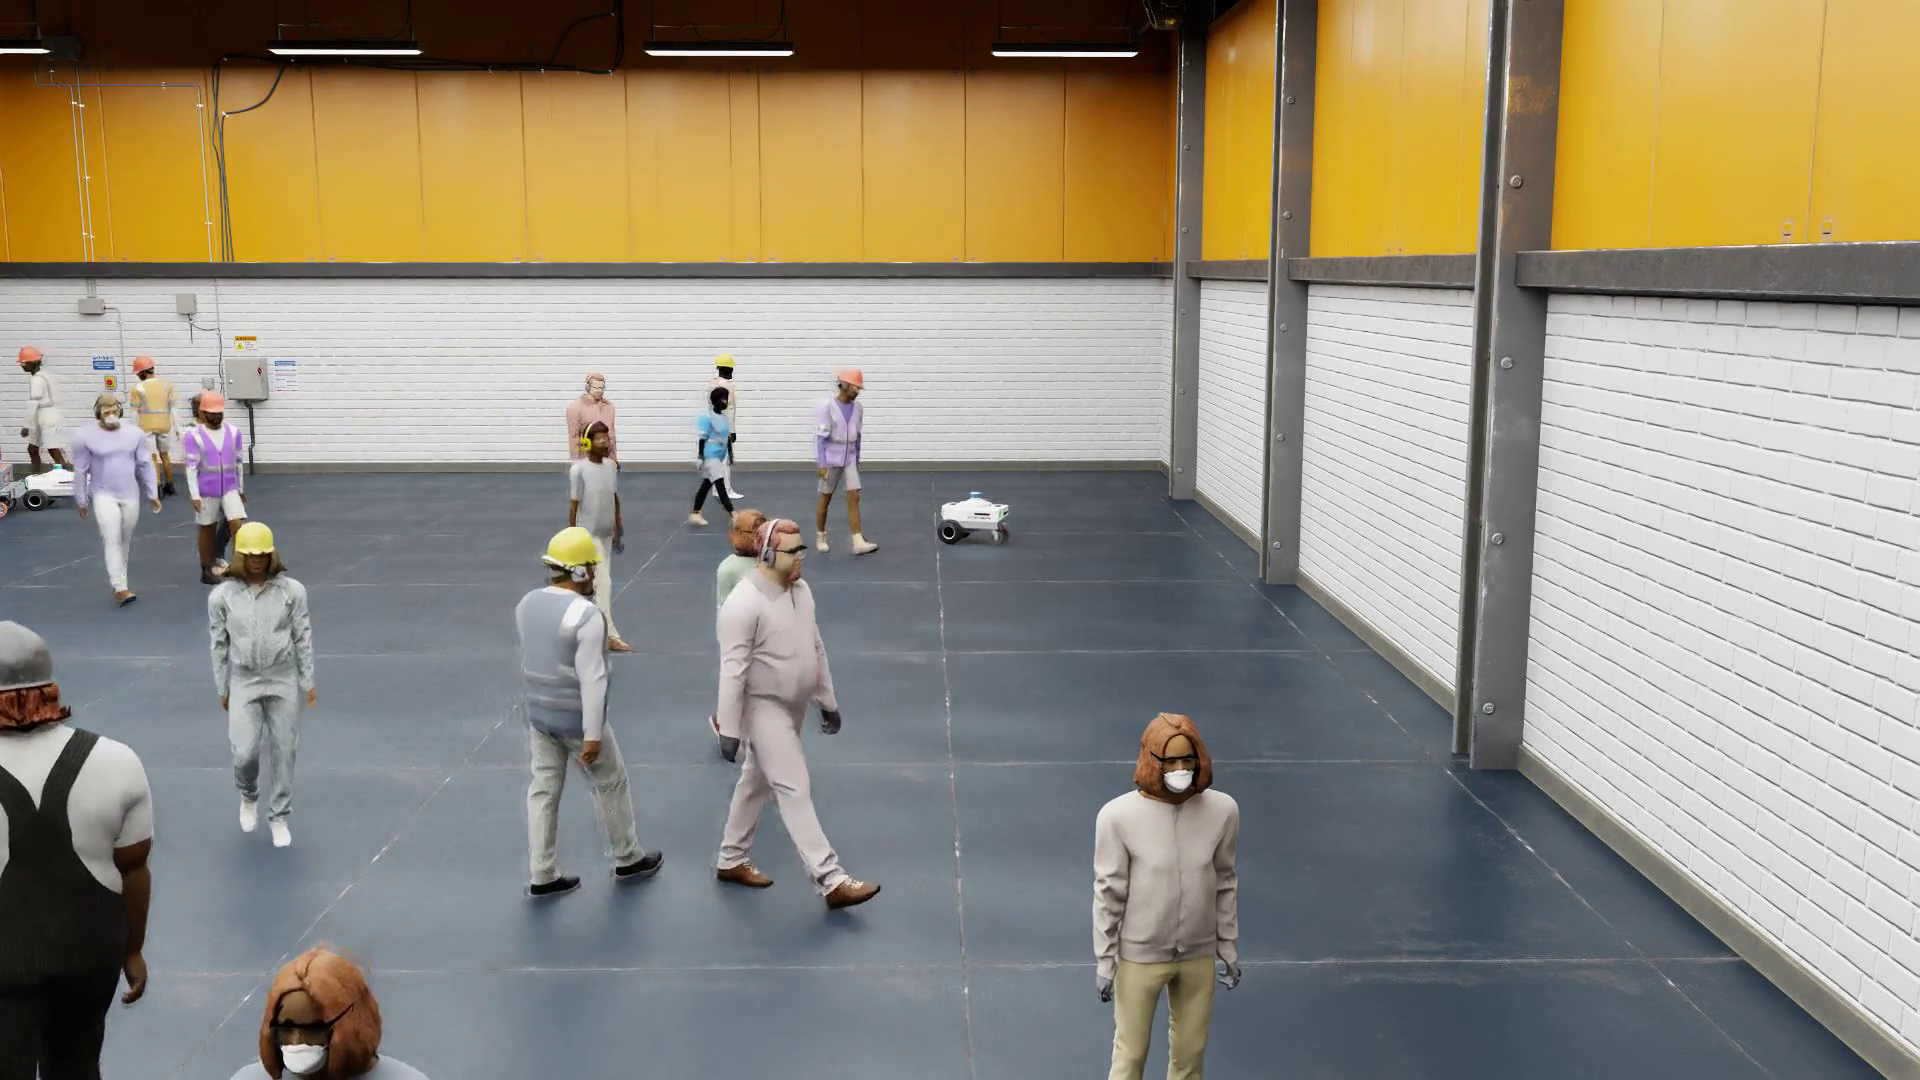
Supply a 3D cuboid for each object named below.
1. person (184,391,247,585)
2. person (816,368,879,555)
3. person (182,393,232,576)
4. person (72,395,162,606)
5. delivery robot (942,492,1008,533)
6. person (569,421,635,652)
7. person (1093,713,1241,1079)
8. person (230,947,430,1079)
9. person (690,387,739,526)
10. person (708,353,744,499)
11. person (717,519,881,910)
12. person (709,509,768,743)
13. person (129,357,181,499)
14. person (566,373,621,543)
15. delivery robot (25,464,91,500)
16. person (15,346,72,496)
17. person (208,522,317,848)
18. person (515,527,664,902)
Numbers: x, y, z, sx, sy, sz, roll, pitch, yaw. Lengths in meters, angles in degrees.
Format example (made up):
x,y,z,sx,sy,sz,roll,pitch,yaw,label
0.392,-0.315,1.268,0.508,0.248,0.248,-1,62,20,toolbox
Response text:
x,y,z,sx,sy,sz,roll,pitch,yaw,label
-7.033,-0.469,15.788,0.589,1.879,0.983,-9,13,-42,person
-1.245,-0.815,17.611,0.694,1.980,0.989,-6,11,-34,person
-7.371,-0.540,16.383,0.422,1.827,0.534,2,9,12,person
-7.610,-0.362,15.080,0.962,1.891,0.647,9,13,44,person
0.170,-0.284,18.425,0.707,0.478,0.477,3,10,16,delivery robot
-2.957,-0.043,13.302,0.817,1.850,0.535,5,11,29,person
0.670,1.352,5.378,0.507,1.632,0.274,-3,10,-16,person
-1.344,1.639,3.713,0.508,1.611,0.714,1,9,7,person
-2.804,-0.964,19.497,0.880,1.645,0.546,3,10,17,person
-3.110,-1.504,21.992,0.368,1.926,0.594,-6,11,-32,person
-0.806,0.820,7.952,0.979,1.851,0.674,4,10,22,person
-1.299,0.592,10.124,0.747,1.604,0.501,7,12,36,person
-10.669,-1.476,22.016,0.743,1.893,0.597,9,13,42,person
-3.998,-0.884,18.276,0.405,1.902,0.636,7,12,37,person
-11.420,-0.717,21.080,0.707,0.478,0.477,-3,10,-16,delivery robot
-12.249,-1.549,22.008,0.840,2.007,0.604,-4,10,-25,person
-3.649,0.756,8.740,0.489,1.730,0.396,-5,10,-27,person
-1.814,0.824,8.112,0.597,1.803,0.790,6,11,34,person
